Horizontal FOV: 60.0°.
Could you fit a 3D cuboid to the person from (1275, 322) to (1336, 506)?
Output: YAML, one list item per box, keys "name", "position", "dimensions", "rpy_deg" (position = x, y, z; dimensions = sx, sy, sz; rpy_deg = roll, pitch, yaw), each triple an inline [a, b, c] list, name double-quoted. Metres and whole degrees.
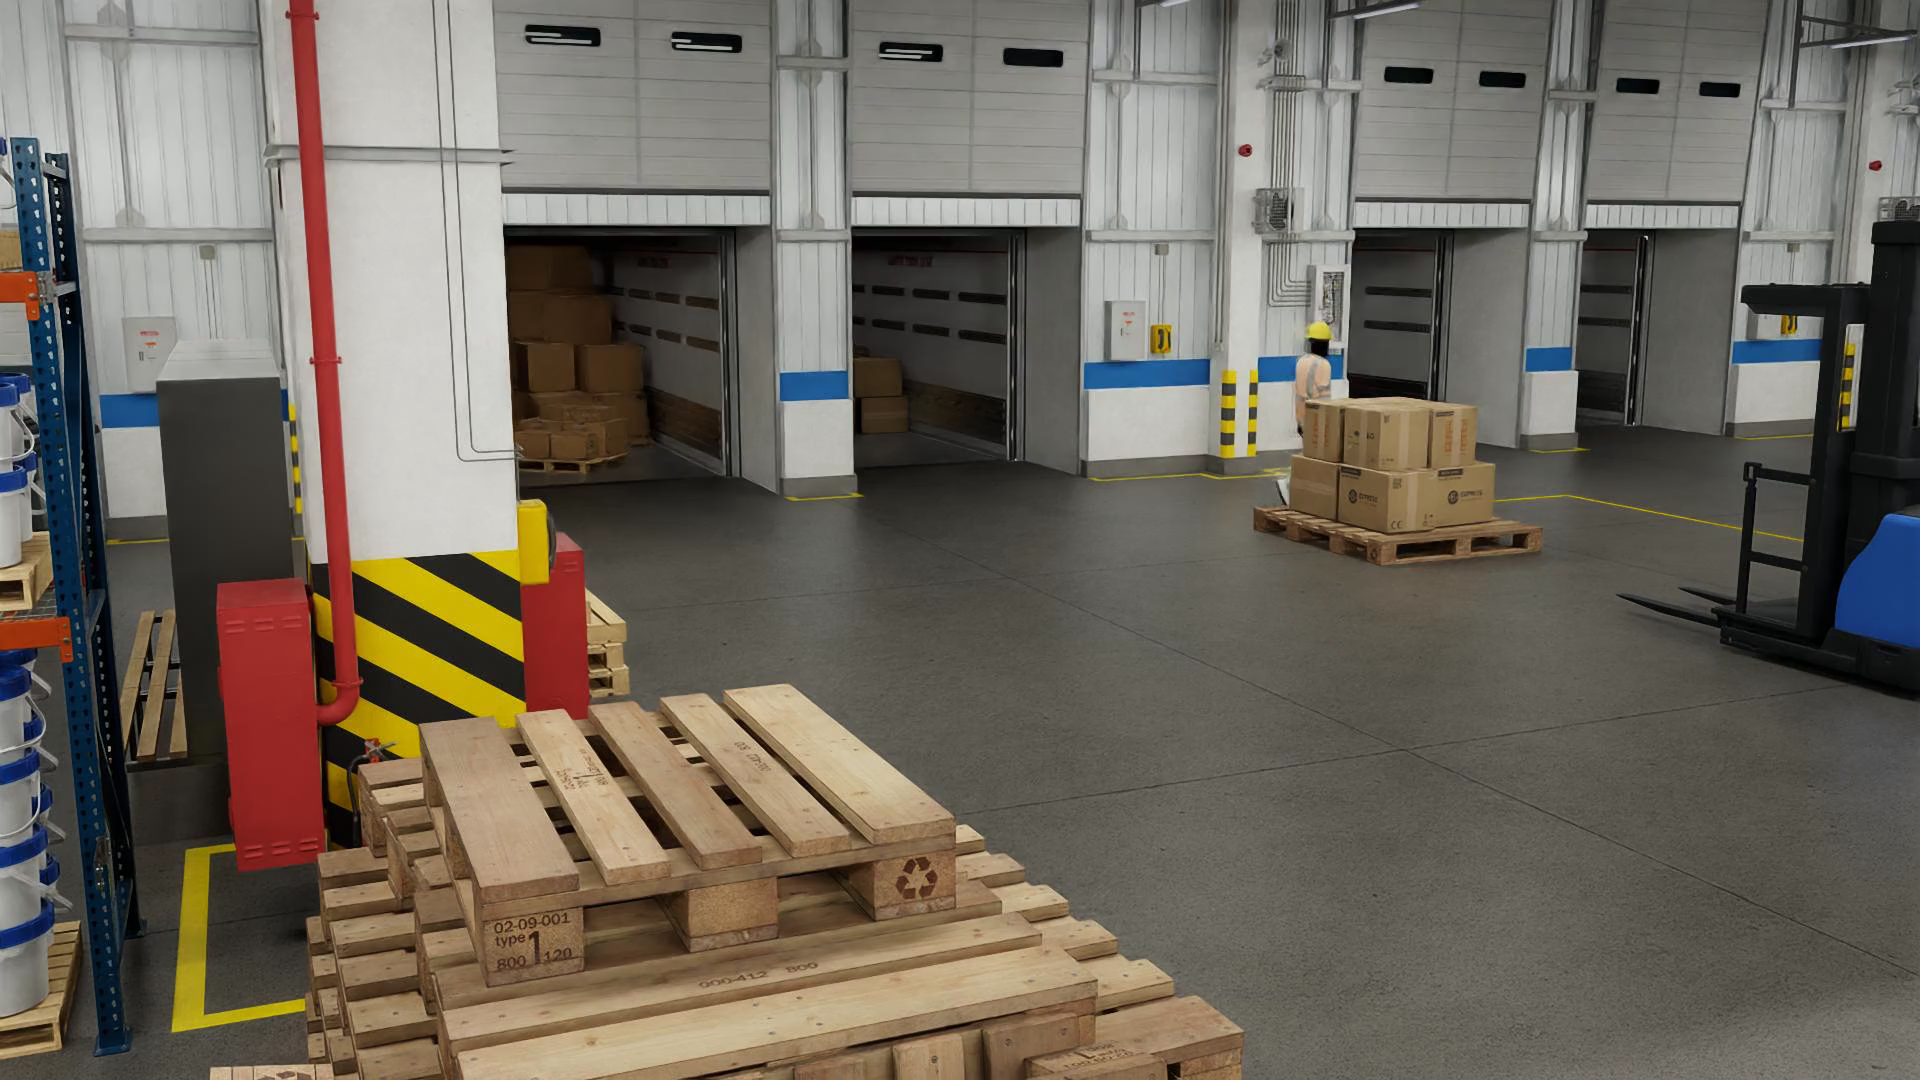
- name: "person"
  position: [3.474, -1.213, 16.547]
  dimensions: [0.619, 1.910, 0.609]
  rpy_deg: [-2, 11, -12]

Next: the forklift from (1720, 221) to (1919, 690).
- name: "forklift"
  position: [5.949, -0.550, 10.218]
  dimensions: [1.129, 2.768, 1.873]
  rpy_deg: [-4, 11, -23]
